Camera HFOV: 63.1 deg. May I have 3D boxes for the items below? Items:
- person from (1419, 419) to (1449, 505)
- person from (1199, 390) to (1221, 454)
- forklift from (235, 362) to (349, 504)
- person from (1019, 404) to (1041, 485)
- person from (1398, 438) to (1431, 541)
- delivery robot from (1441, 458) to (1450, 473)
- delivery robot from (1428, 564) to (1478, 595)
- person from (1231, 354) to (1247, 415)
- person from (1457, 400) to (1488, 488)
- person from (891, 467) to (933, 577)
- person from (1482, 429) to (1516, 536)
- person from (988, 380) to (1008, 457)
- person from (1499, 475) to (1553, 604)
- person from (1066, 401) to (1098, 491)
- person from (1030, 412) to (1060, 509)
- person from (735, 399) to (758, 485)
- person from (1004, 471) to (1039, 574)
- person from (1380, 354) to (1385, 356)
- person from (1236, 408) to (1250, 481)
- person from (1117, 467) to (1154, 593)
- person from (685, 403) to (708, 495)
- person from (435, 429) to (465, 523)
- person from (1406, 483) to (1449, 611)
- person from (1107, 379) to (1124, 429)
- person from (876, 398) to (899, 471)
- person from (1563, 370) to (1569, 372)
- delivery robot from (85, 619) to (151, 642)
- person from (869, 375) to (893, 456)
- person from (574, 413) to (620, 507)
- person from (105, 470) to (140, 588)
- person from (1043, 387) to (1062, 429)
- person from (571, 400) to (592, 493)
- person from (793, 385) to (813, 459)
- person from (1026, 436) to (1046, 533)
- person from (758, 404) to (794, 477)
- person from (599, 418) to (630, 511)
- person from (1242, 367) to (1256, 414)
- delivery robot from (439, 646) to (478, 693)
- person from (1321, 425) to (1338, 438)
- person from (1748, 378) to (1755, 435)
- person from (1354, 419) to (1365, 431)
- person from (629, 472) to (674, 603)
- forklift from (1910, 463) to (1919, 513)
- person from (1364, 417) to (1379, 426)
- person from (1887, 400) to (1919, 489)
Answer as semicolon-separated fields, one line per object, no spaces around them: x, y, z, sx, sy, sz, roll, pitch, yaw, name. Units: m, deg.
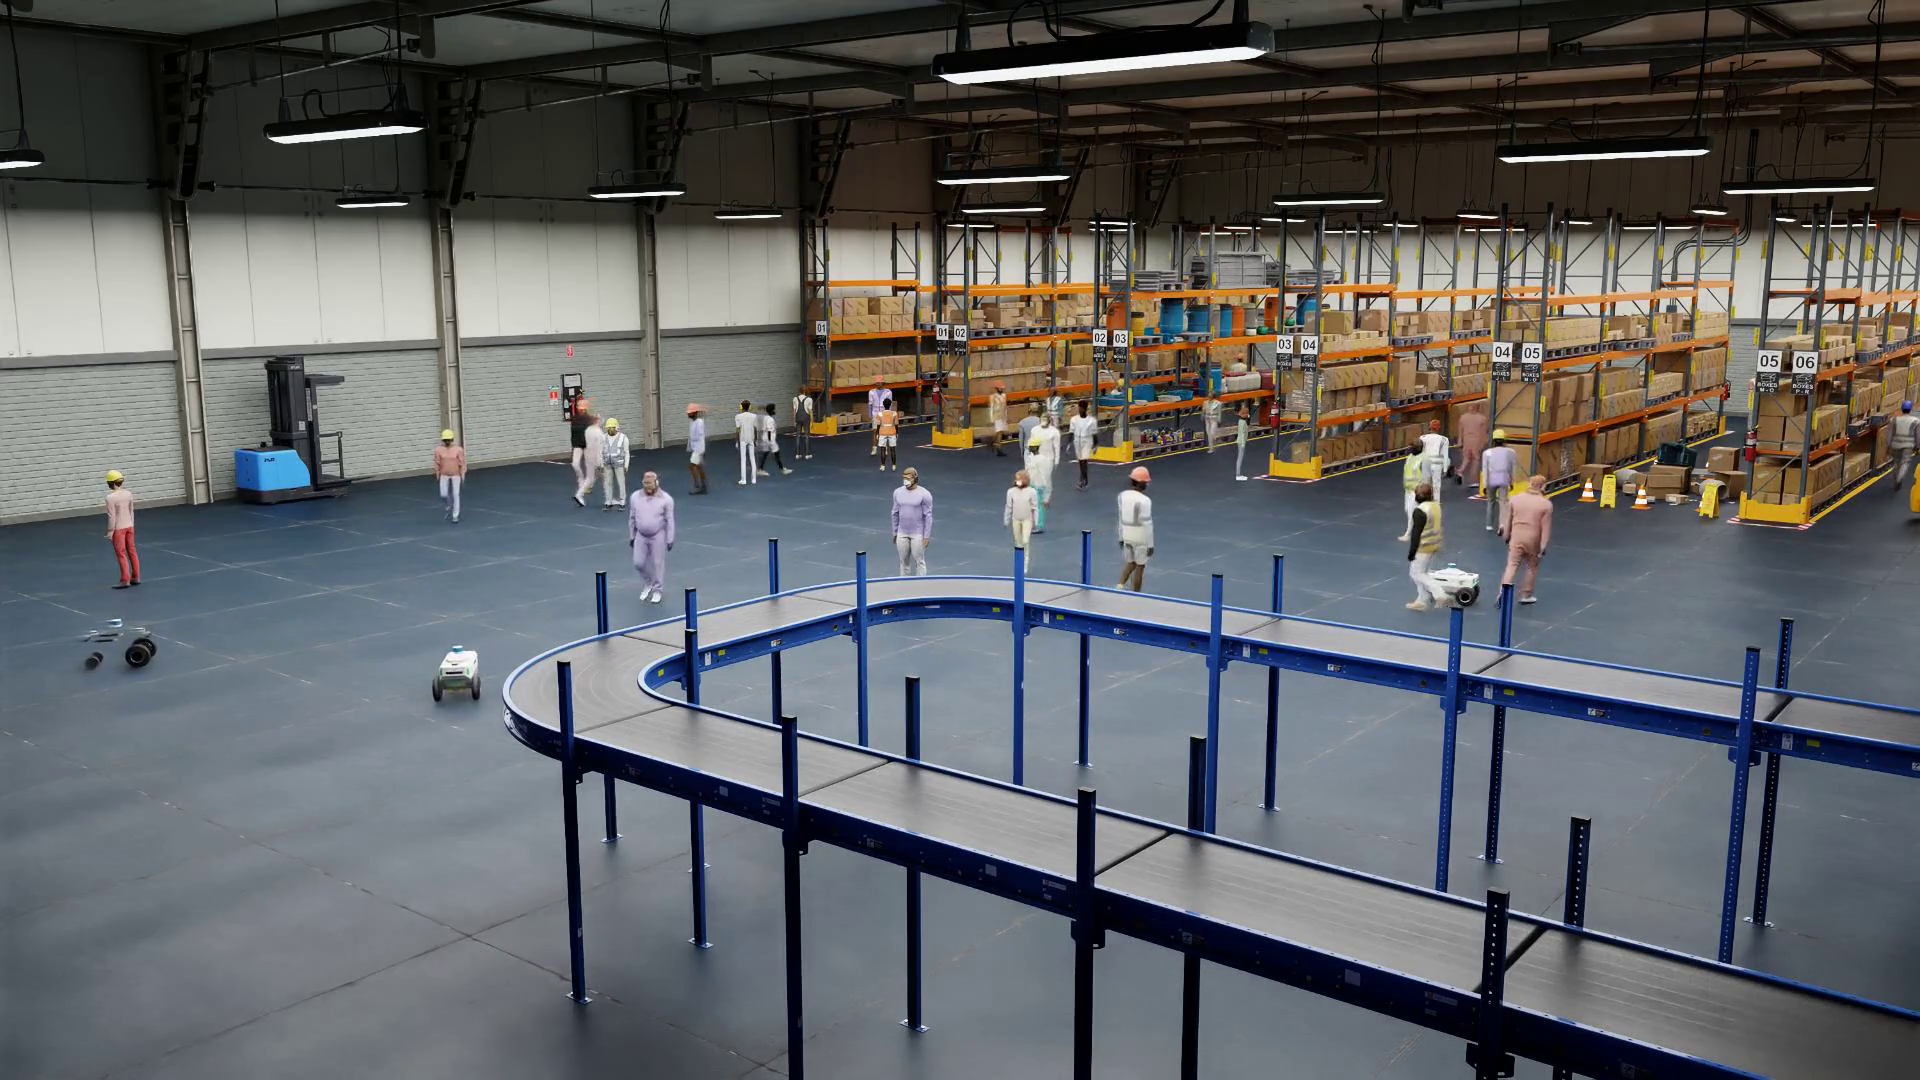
9.009;-1.362;29.842;0.573;1.882;0.348;3;11;18;person
6.344;-2.986;39.727;0.527;1.620;0.591;10;14;43;person
-13.803;-2.244;32.110;1.129;2.768;1.873;8;13;37;forklift
1.537;-1.865;32.505;0.633;1.940;0.368;4;11;19;person
8.040;-0.893;27.373;0.659;1.822;0.622;-2;10;-12;person
10.812;-1.719;35.436;0.477;0.478;0.707;9;13;42;delivery robot
7.059;0.582;22.484;0.707;0.478;0.477;5;11;24;delivery robot
8.986;-4.981;50.050;0.633;1.935;1.042;7;12;36;person
11.089;-2.069;33.805;0.468;1.891;0.656;-9;14;-42;person
-0.704;-0.086;22.488;0.636;1.939;0.363;5;11;25;person
9.642;-1.043;28.030;0.588;1.895;0.934;3;10;14;person
0.946;-3.076;39.375;0.601;1.917;0.556;9;14;42;person
7.974;0.014;22.121;0.707;1.870;0.764;9;14;43;person
2.599;-2.021;33.449;0.608;1.911;1.017;5;11;27;person
1.680;-1.588;30.991;0.644;1.919;0.454;5;11;27;person
-4.687;-2.159;34.354;0.509;1.872;0.328;-5;11;-24;person
0.934;-0.270;24.423;0.535;1.611;0.604;4;11;22;person
14.189;-5.426;52.909;0.544;1.822;0.994;-2;10;-10;person
6.323;-2.152;35.001;0.270;1.627;0.497;1;10;8;person
2.449;-0.016;21.837;0.456;2.030;0.646;-7;12;-35;person
-5.568;-1.895;32.739;0.619;1.912;0.561;-5;11;-24;person
-9.546;-1.199;29.289;0.538;1.754;0.383;-2;10;-11;person
6.496;0.123;21.670;0.582;1.814;0.652;7;12;36;person
4.255;-3.402;41.561;0.589;1.800;0.874;5;11;28;person
-1.696;-2.459;36.530;0.540;1.695;0.317;-2;10;-12;person
16.782;-3.793;43.527;0.578;1.882;0.339;3;11;17;person
-10.208;1.080;18.951;0.698;0.223;0.335;-3;10;-17;delivery robot
-2.001;-3.135;39.358;0.609;2.044;0.395;1;10;6;person
-7.278;-1.598;31.200;0.886;1.876;0.648;-9;13;-41;person
-12.589;-0.167;23.434;0.327;1.767;0.533;2;10;9;person
2.401;-3.165;40.694;0.542;1.624;0.379;8;13;37;person
-7.923;-1.963;32.909;0.629;1.979;0.496;2;10;10;person
-3.888;-2.932;38.798;0.505;1.840;0.329;2;10;9;person
1.357;-0.991;28.108;0.371;1.756;0.524;-4;11;-24;person
-4.213;-2.270;35.576;0.836;1.659;0.539;-3;10;-16;person
-6.781;-1.485;30.661;0.601;1.830;0.403;2;10;10;person
8.485;-4.187;46.063;0.406;1.779;0.652;8;13;37;person
-5.659;1.438;17.656;0.477;0.478;0.707;-2;10;-10;delivery robot
9.760;-3.214;41.060;0.842;1.579;0.519;-9;14;-43;person
22.554;-3.932;44.192;0.638;1.920;0.393;-2;10;-10;person
10.720;-3.501;42.091;0.634;1.812;0.879;9;14;42;person
-4.409;-0.035;22.329;0.685;1.888;0.439;1;10;6;person
19.034;-1.348;28.998;2.313;2.155;1.214;8;13;37;forklift
12.335;-4.409;46.696;0.612;1.984;0.403;9;13;40;person
20.177;-2.033;33.484;0.618;1.926;0.819;9;14;41;person
